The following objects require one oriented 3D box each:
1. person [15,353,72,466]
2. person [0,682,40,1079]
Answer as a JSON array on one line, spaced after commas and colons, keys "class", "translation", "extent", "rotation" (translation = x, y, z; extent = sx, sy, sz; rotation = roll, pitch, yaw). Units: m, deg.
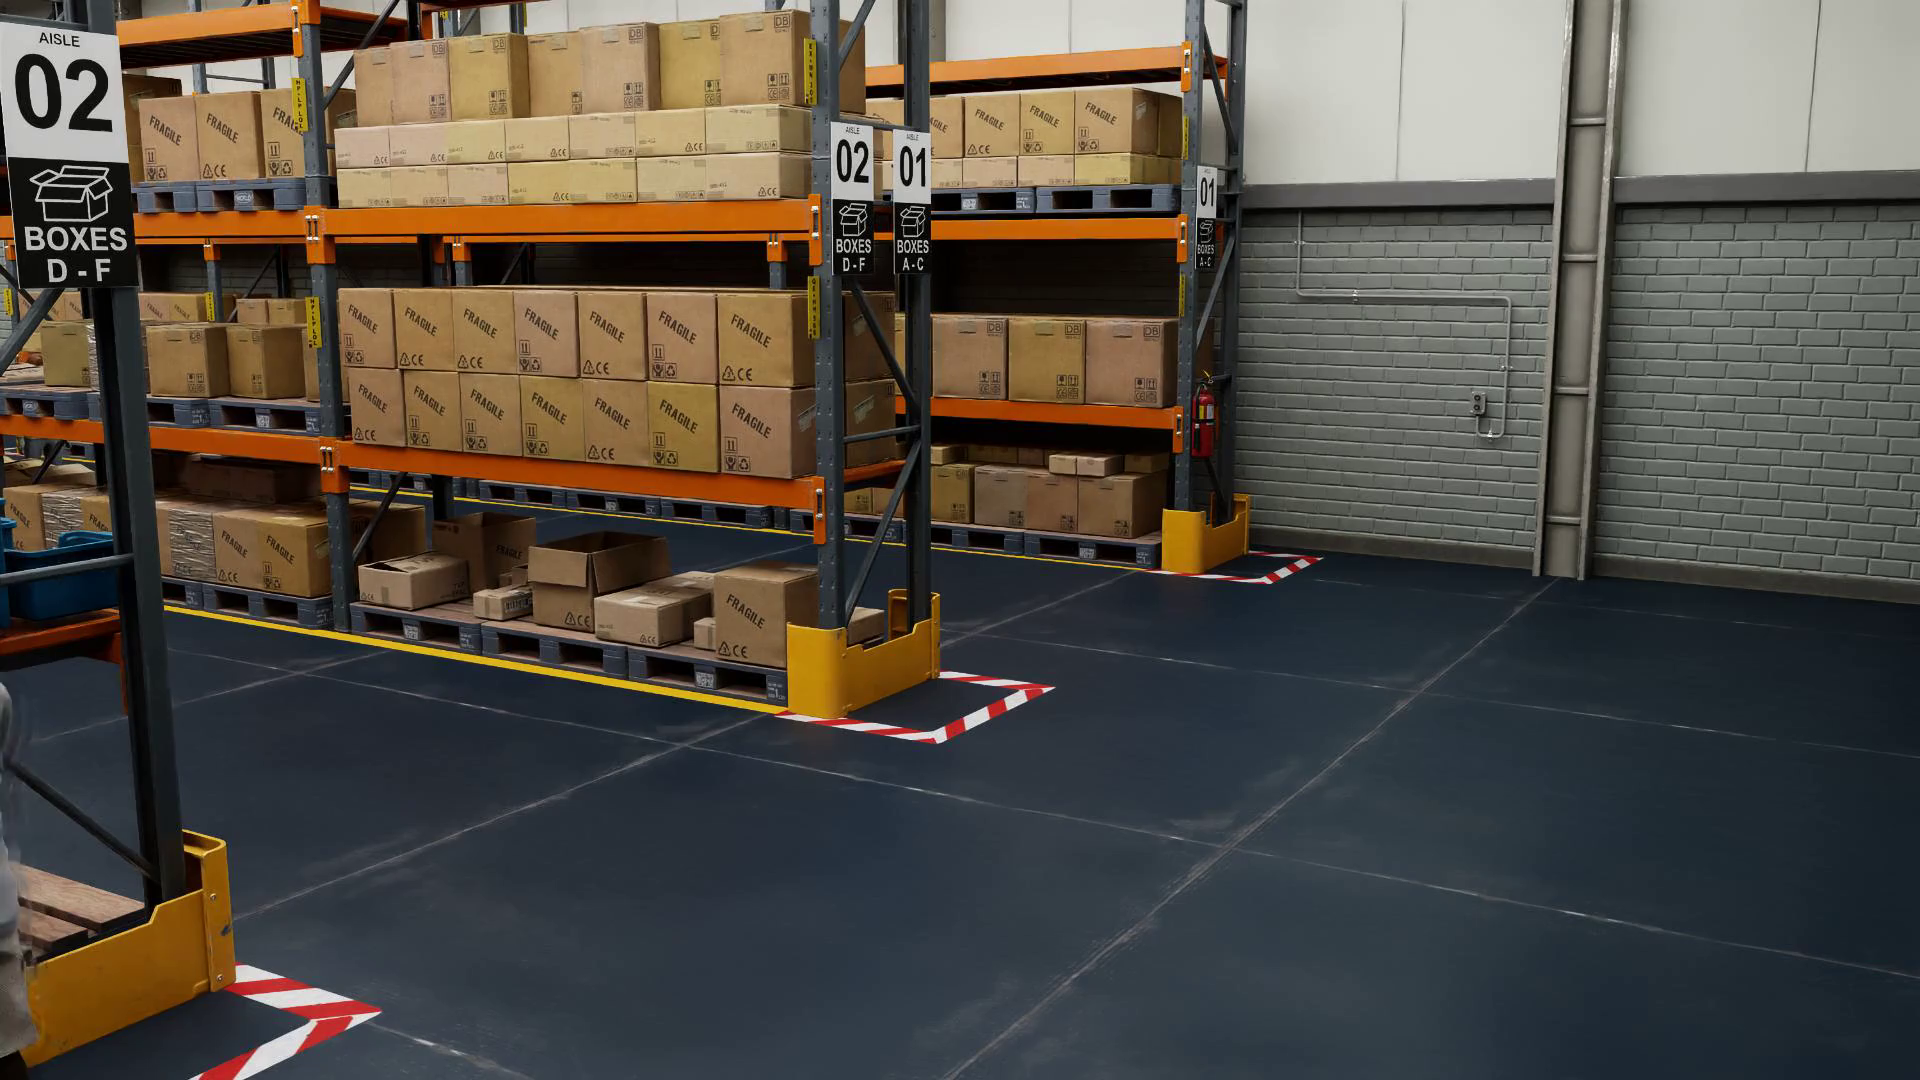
[{"class": "person", "translation": [-8.620, -0.940, 15.638], "extent": [0.271, 1.631, 0.507], "rotation": [6, 11, 32]}, {"class": "person", "translation": [-2.548, 0.914, 3.944], "extent": [1.012, 1.906, 0.605], "rotation": [4, 11, 25]}]
